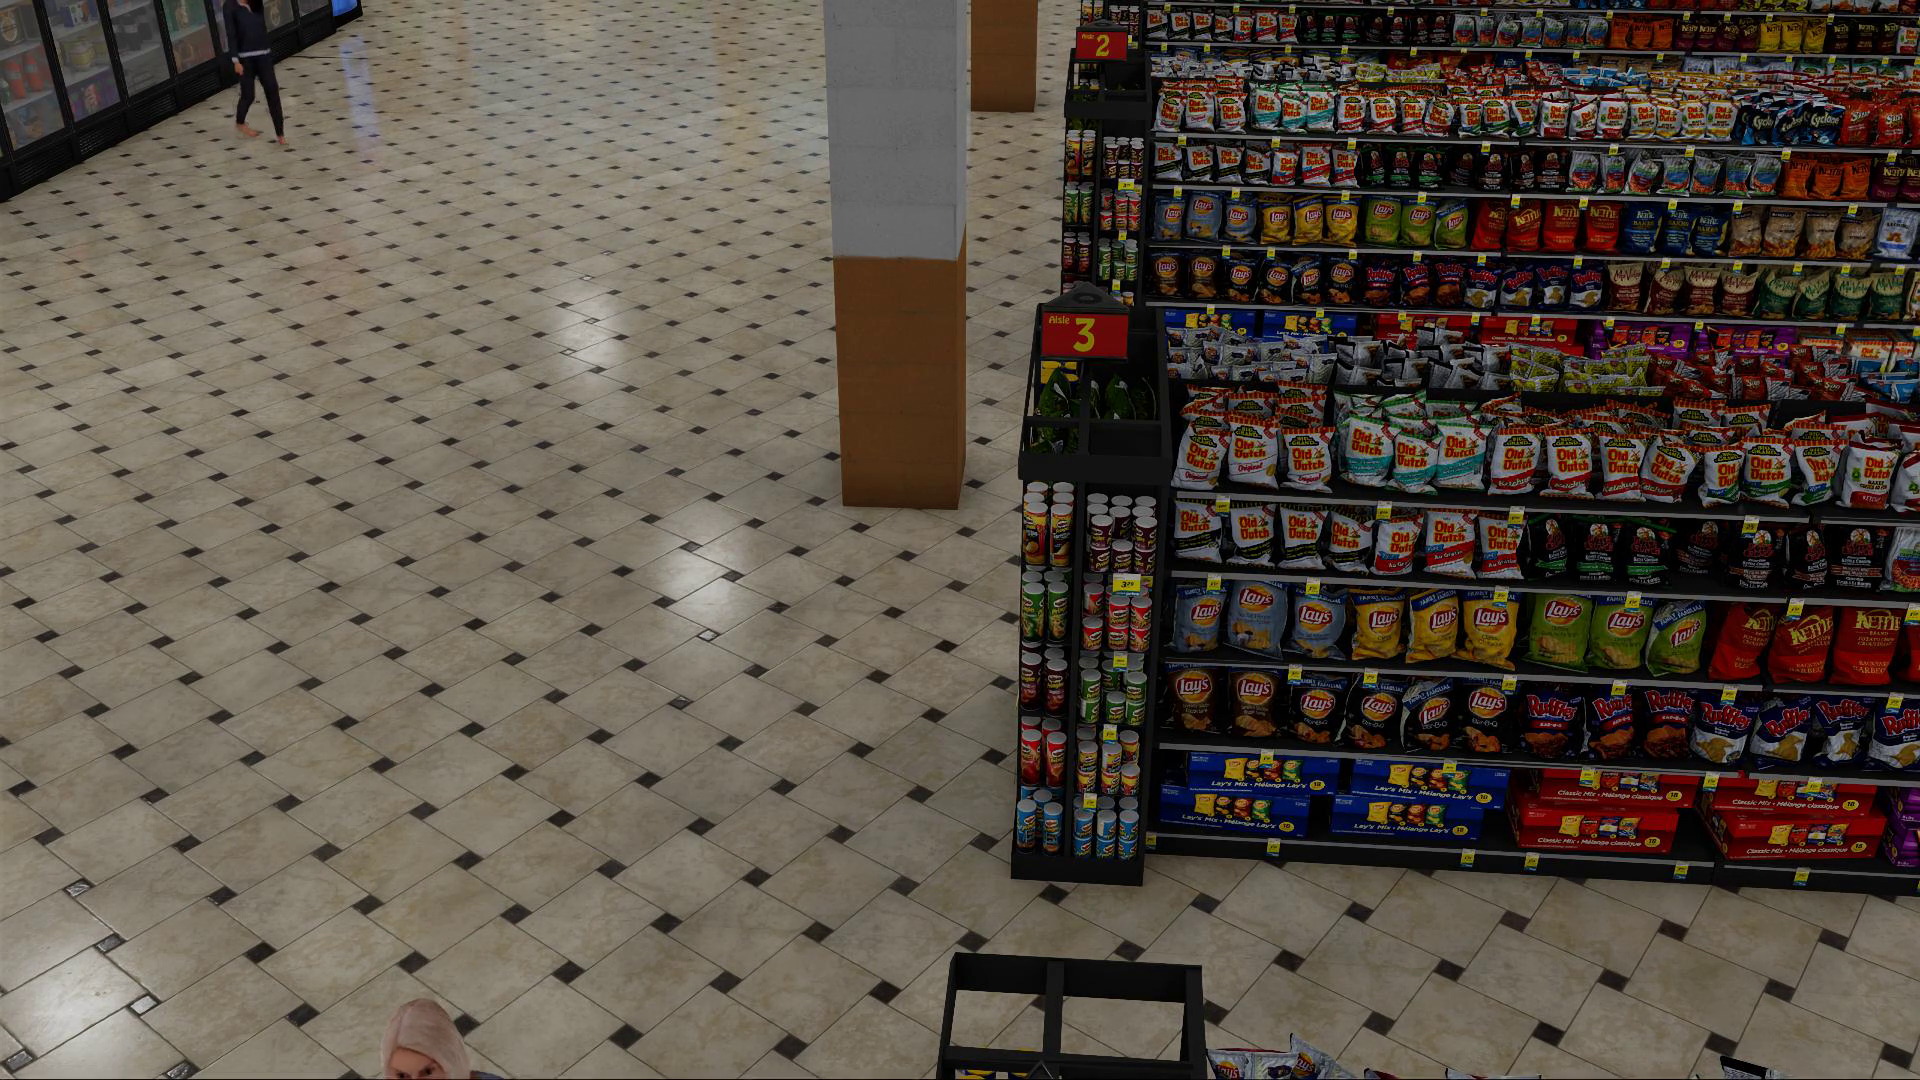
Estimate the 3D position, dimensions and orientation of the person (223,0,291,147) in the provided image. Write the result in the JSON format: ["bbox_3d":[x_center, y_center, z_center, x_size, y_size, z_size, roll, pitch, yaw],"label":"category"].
[{"bbox_3d":[-7.129,-4.830,16.642,1.139,1.734,0.985,17,33,29],"label":"person"}]

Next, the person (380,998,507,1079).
[{"bbox_3d":[-1.310,1.842,4.446,0.916,1.711,0.828,-7,30,-13],"label":"person"}]
